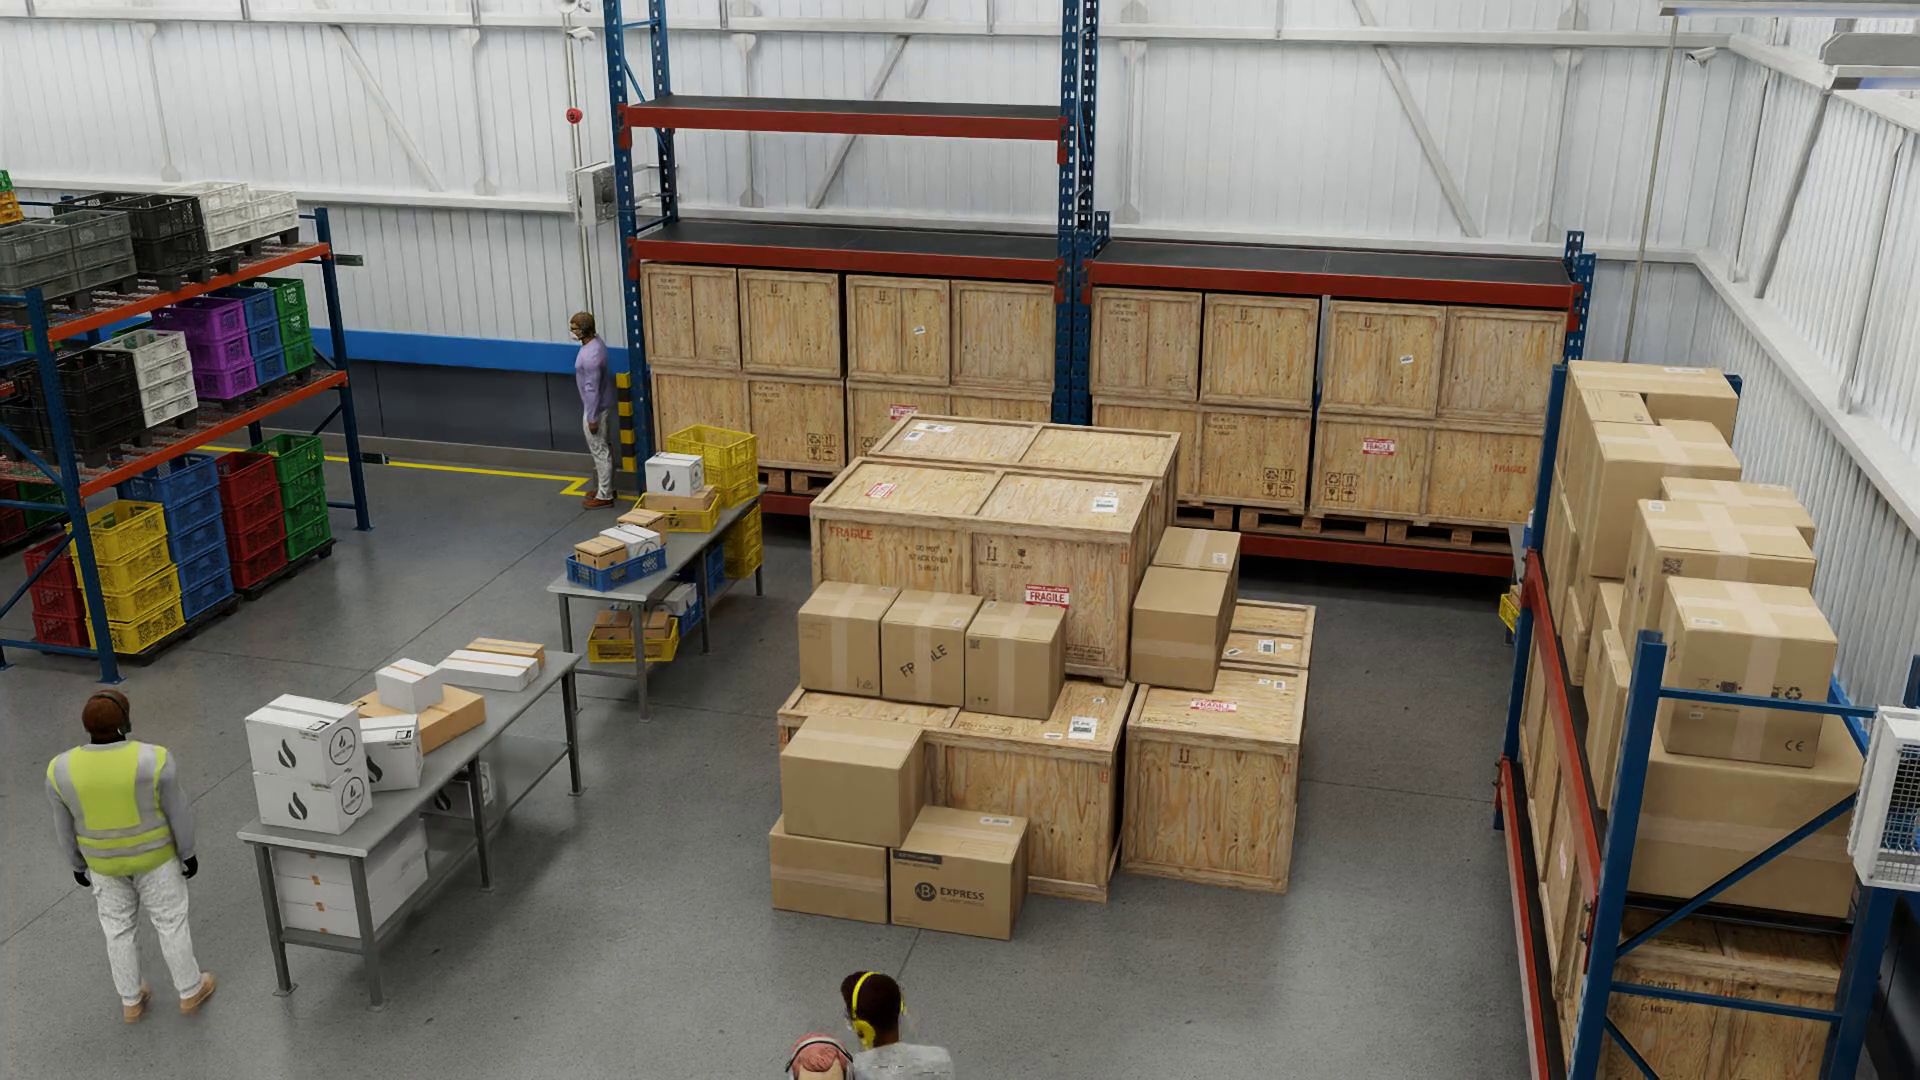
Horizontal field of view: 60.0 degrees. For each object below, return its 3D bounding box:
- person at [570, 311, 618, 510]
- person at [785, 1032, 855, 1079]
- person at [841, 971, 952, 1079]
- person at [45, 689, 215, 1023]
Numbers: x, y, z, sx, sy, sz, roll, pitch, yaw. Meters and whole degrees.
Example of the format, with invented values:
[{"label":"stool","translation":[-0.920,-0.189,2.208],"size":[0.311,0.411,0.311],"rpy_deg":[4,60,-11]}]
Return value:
[{"label":"person","translation":[-3.510,-1.254,15.986],"size":[0.374,1.933,0.625],"rpy_deg":[-3,21,-7]},{"label":"person","translation":[-0.483,2.588,5.961],"size":[0.638,1.911,0.406],"rpy_deg":[-6,22,-14]},{"label":"person","translation":[-0.285,2.443,6.462],"size":[0.522,1.819,0.898],"rpy_deg":[-7,22,-17]},{"label":"person","translation":[-4.261,1.623,8.576],"size":[0.629,1.842,0.429],"rpy_deg":[-4,21,-10]}]
